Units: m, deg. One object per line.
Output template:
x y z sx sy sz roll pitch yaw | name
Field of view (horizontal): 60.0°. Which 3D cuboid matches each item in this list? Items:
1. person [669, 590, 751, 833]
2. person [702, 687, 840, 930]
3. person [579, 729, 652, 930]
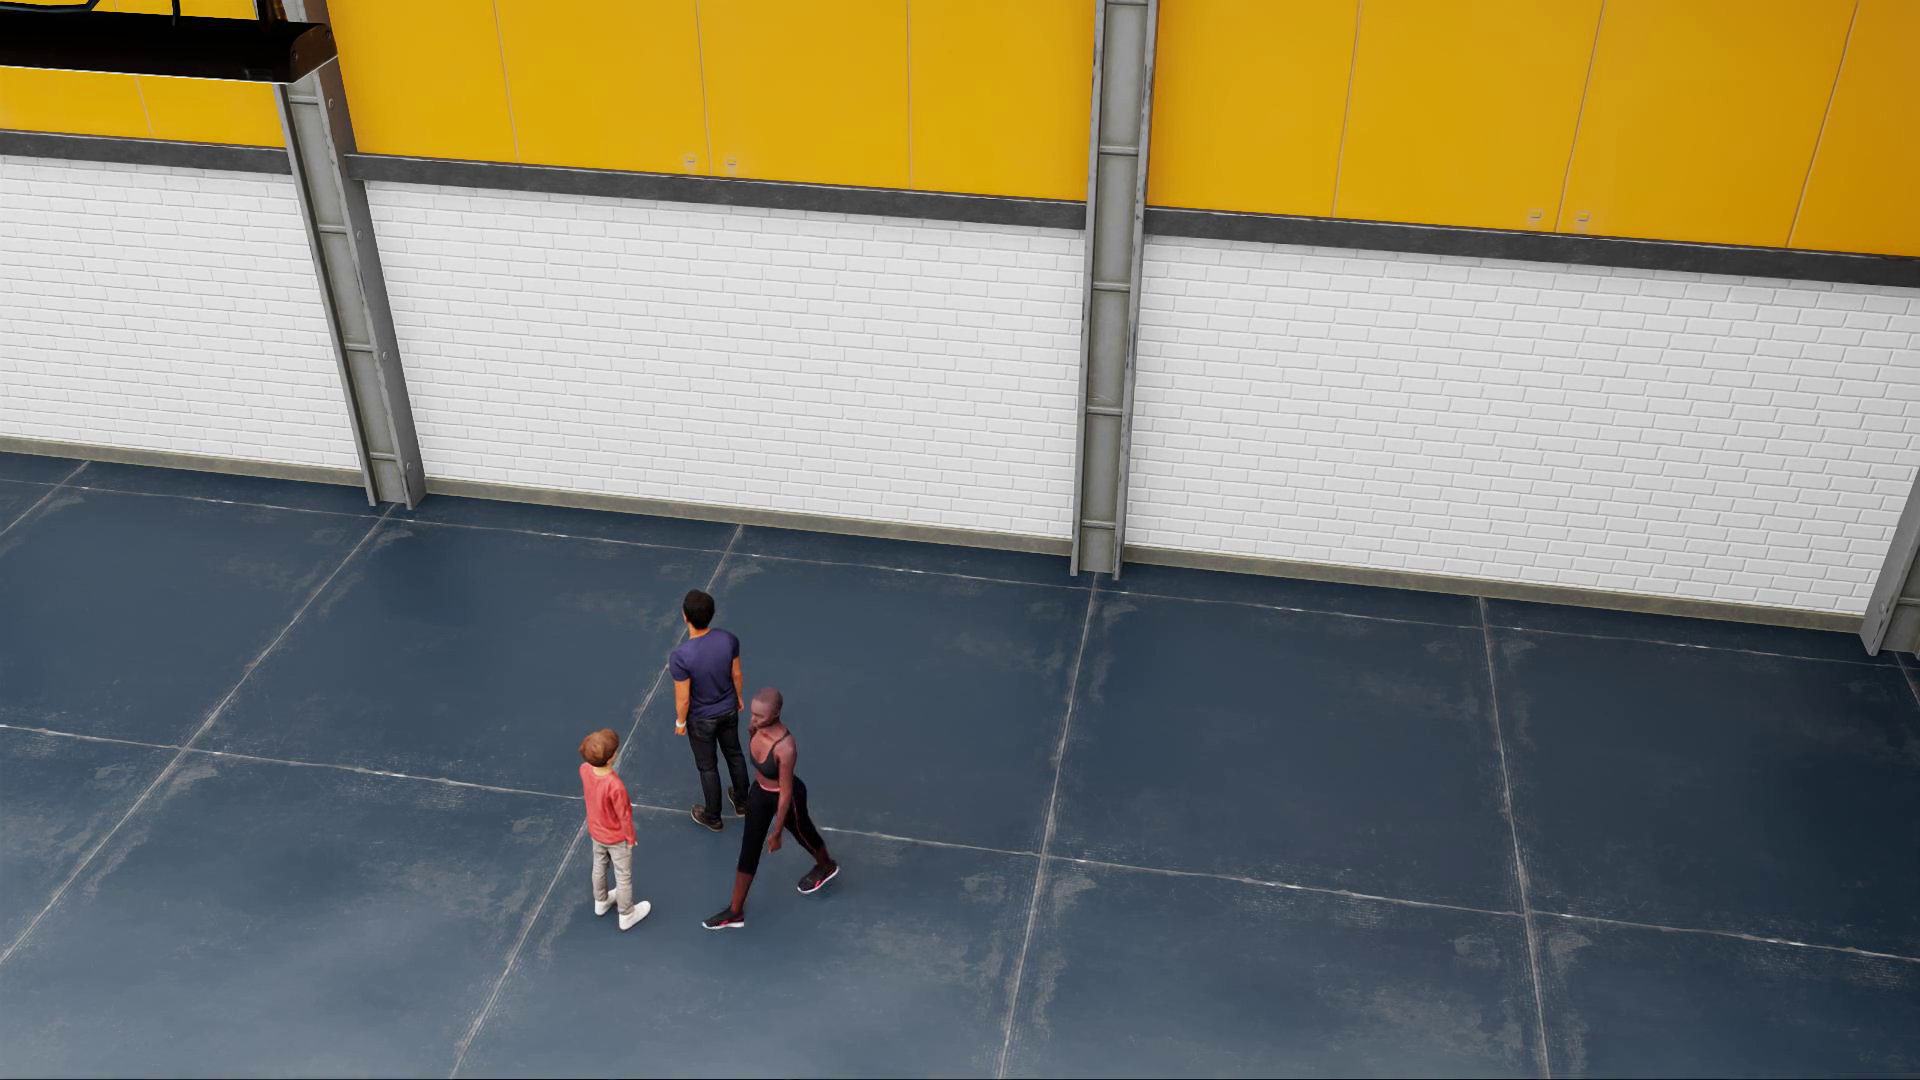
-1.560 1.075 10.463 0.716 1.793 0.756 -24 41 -32 | person
-0.979 1.527 9.853 1.143 1.716 1.196 -27 42 -34 | person
-2.084 1.705 9.858 0.530 1.414 0.637 22 40 30 | person
